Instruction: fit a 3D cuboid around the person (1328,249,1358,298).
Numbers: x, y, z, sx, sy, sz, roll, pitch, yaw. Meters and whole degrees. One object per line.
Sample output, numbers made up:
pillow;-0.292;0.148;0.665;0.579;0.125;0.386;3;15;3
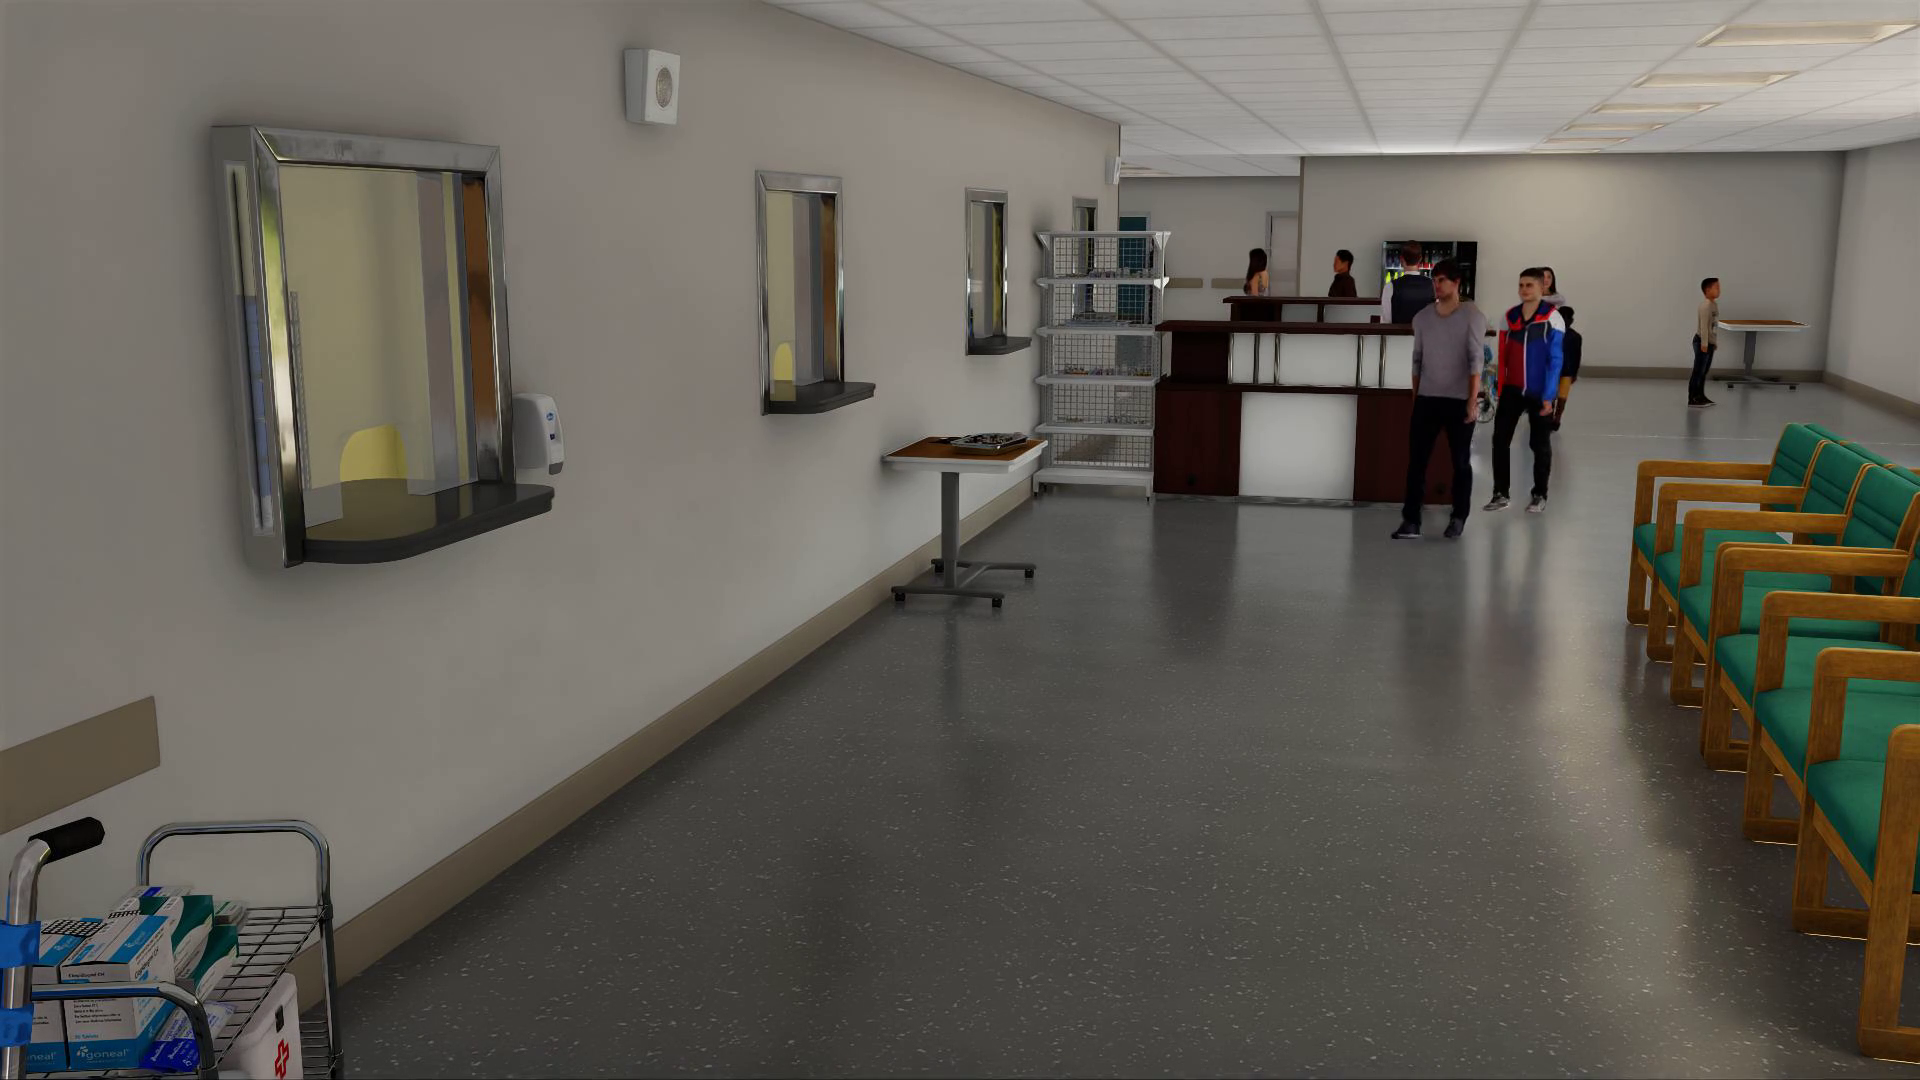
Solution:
person;4.401;-2.390;18.889;1.133;1.759;0.910;-2;11;-8

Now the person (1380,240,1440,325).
person;3.740;-1.525;13.854;0.562;1.935;0.748;1;11;5

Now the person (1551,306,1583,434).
person;5.975;-1.683;16.539;0.460;1.245;0.586;2;11;11

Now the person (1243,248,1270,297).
person;3.822;-2.765;20.876;0.774;1.754;0.730;8;14;37

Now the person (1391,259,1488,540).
person;3.223;-0.895;10.866;1.022;1.812;0.973;8;13;35

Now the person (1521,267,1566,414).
person;6.135;-2.067;17.674;1.031;1.577;0.739;4;11;20

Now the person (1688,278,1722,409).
person;8.484;-2.250;18.950;0.611;1.460;0.603;8;14;38

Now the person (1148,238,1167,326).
person;3.891;-5.131;33.156;0.714;1.824;0.769;0;11;-1

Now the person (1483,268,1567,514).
person;4.116;-1.051;11.896;0.882;1.735;0.899;8;13;35
